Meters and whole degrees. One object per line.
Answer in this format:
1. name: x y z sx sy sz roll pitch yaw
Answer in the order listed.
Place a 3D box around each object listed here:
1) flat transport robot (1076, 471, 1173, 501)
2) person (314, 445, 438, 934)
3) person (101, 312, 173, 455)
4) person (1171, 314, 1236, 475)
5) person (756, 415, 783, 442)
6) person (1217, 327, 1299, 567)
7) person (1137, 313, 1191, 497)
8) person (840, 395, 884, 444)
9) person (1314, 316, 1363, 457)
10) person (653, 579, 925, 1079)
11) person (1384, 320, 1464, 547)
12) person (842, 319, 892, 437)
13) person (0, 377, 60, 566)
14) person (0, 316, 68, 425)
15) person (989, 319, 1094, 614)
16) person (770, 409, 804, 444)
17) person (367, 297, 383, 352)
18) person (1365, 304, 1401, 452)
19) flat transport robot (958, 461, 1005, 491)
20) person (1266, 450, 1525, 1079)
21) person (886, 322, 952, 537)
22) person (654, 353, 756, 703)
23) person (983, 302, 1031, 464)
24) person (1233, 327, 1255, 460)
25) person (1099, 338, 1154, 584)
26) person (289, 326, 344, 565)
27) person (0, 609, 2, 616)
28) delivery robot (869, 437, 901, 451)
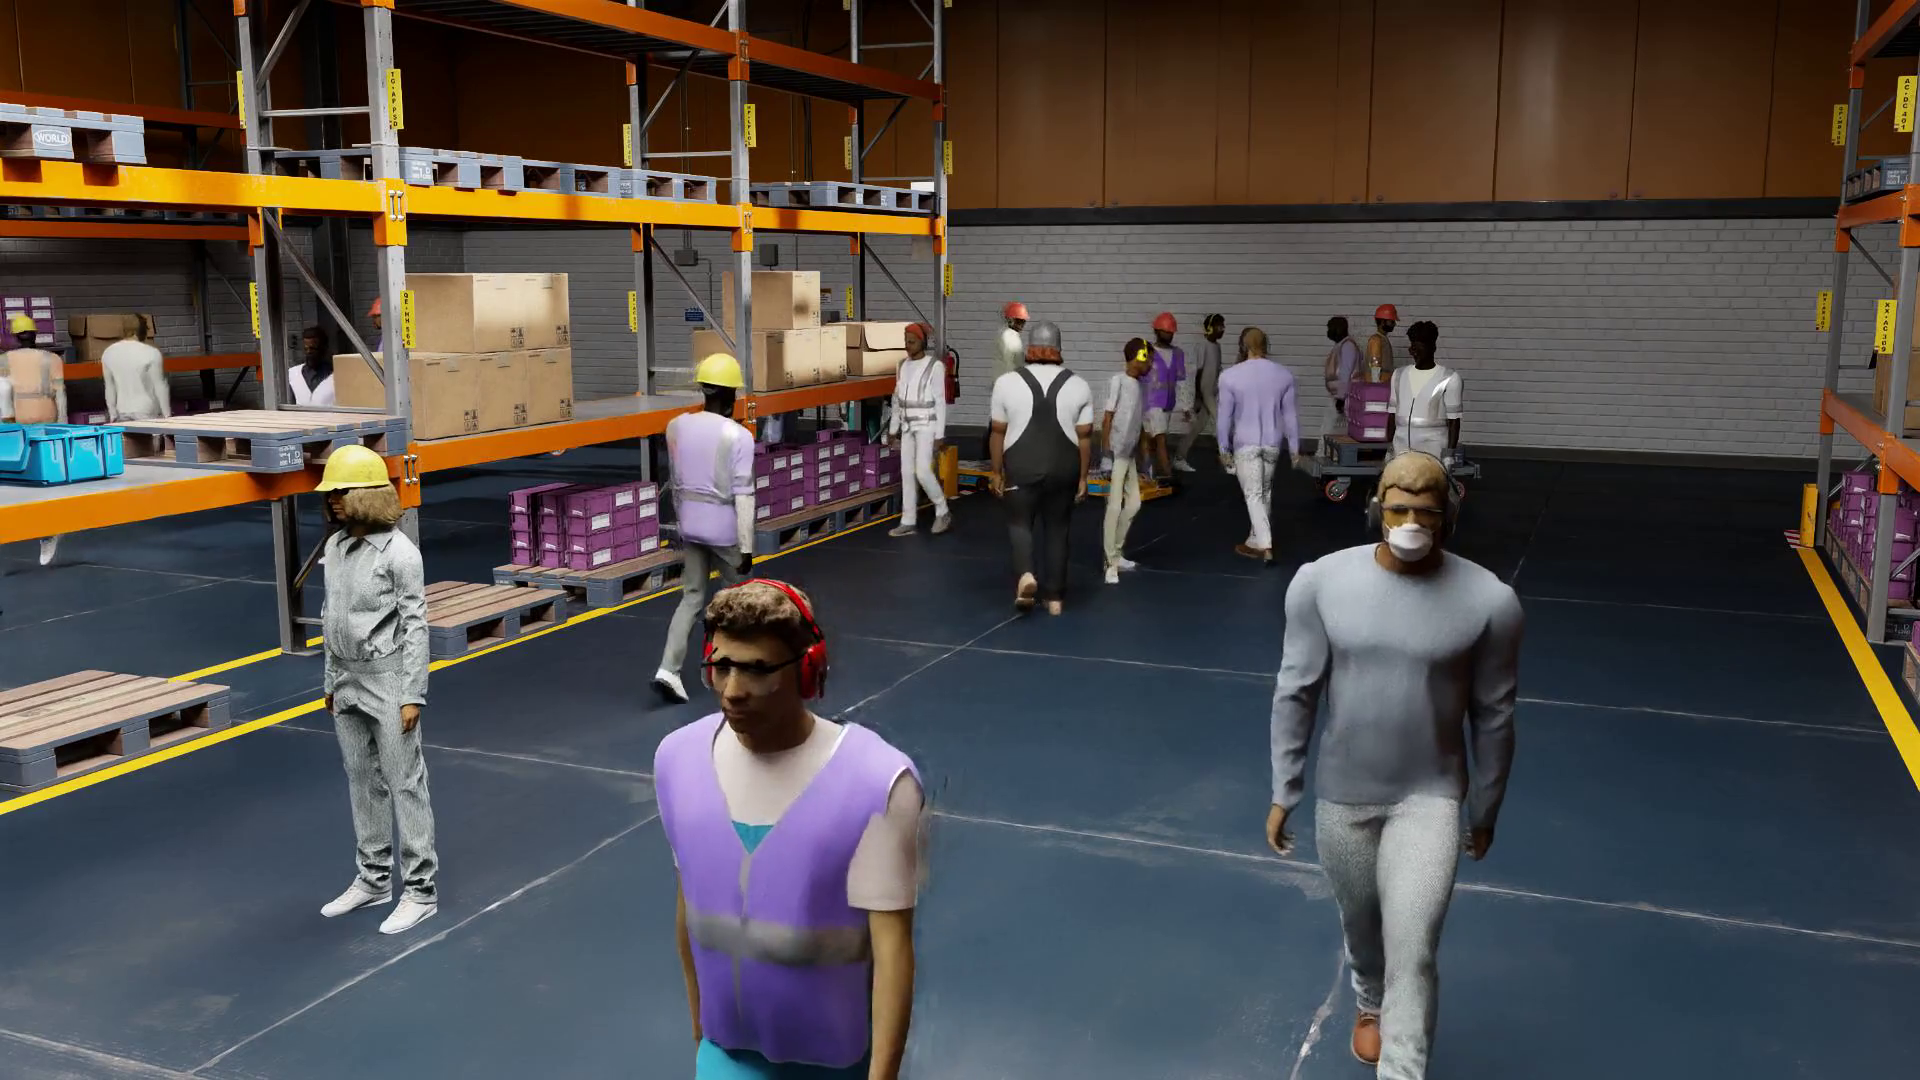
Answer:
1. flat transport robot: 1.397 -0.578 17.094 1.431 0.197 0.652 6 11 32
2. person: -2.107 0.529 5.936 0.493 1.743 0.299 6 11 32
3. person: -7.826 -1.208 15.899 0.631 1.924 0.417 3 10 17
4. person: 2.858 -1.659 18.983 0.979 1.828 0.539 5 11 27
5. person: -2.101 -1.448 18.519 1.008 1.545 0.512 -9 13 -43
6. person: 2.376 -0.731 13.170 0.643 1.898 0.866 -2 10 -13
7. person: 2.081 -1.408 17.274 0.546 1.896 1.003 -6 11 -32
8. person: -1.043 -1.407 17.636 0.530 1.760 0.340 -6 11 -33
9. person: 4.534 -1.706 19.379 0.920 1.798 0.626 -1 9 -4
10. person: -0.350 0.975 3.049 0.591 1.805 0.935 4 10 22
11. person: 3.481 -0.677 12.589 0.603 1.959 0.375 9 13 43
12. person: -1.047 -1.527 18.276 0.729 1.787 0.643 8 12 39
13. person: -7.293 -0.625 12.616 0.517 1.853 0.694 4 10 24
14. person: -8.811 -1.168 15.849 0.604 1.897 0.603 -3 10 -15
15. person: 0.548 -0.486 11.186 0.707 2.000 0.706 0 9 -3
16. person: -1.865 -1.449 17.844 0.309 1.772 0.525 6 11 31
17. person: -5.916 -1.491 17.261 0.365 2.048 0.607 -5 11 -29
18. person: 4.832 -1.731 19.048 0.372 1.933 0.552 4 10 21
19. flat transport robot: 0.170 -0.701 17.838 1.431 0.197 0.652 7 12 37
20. person: 1.195 0.683 4.587 0.635 1.896 1.022 4 10 23
21. person: -0.389 -0.960 14.552 0.490 1.881 0.586 -8 12 -41
22. person: -1.346 -0.060 9.031 0.599 1.902 0.792 5 11 27
23. person: 0.696 -1.766 19.230 1.022 1.936 0.618 4 10 23
24. person: 3.419 -1.714 19.842 0.312 1.638 0.520 0 9 2
25. person: 1.225 -0.603 12.557 0.355 1.831 0.661 6 11 34
26. person: -5.036 -0.715 13.033 0.613 1.894 0.712 2 10 13
27. person: -6.513 -0.157 10.556 0.504 1.583 0.879 1 9 7
28. delivery robot: -0.839 -0.975 18.356 0.707 0.478 0.477 3 10 16
